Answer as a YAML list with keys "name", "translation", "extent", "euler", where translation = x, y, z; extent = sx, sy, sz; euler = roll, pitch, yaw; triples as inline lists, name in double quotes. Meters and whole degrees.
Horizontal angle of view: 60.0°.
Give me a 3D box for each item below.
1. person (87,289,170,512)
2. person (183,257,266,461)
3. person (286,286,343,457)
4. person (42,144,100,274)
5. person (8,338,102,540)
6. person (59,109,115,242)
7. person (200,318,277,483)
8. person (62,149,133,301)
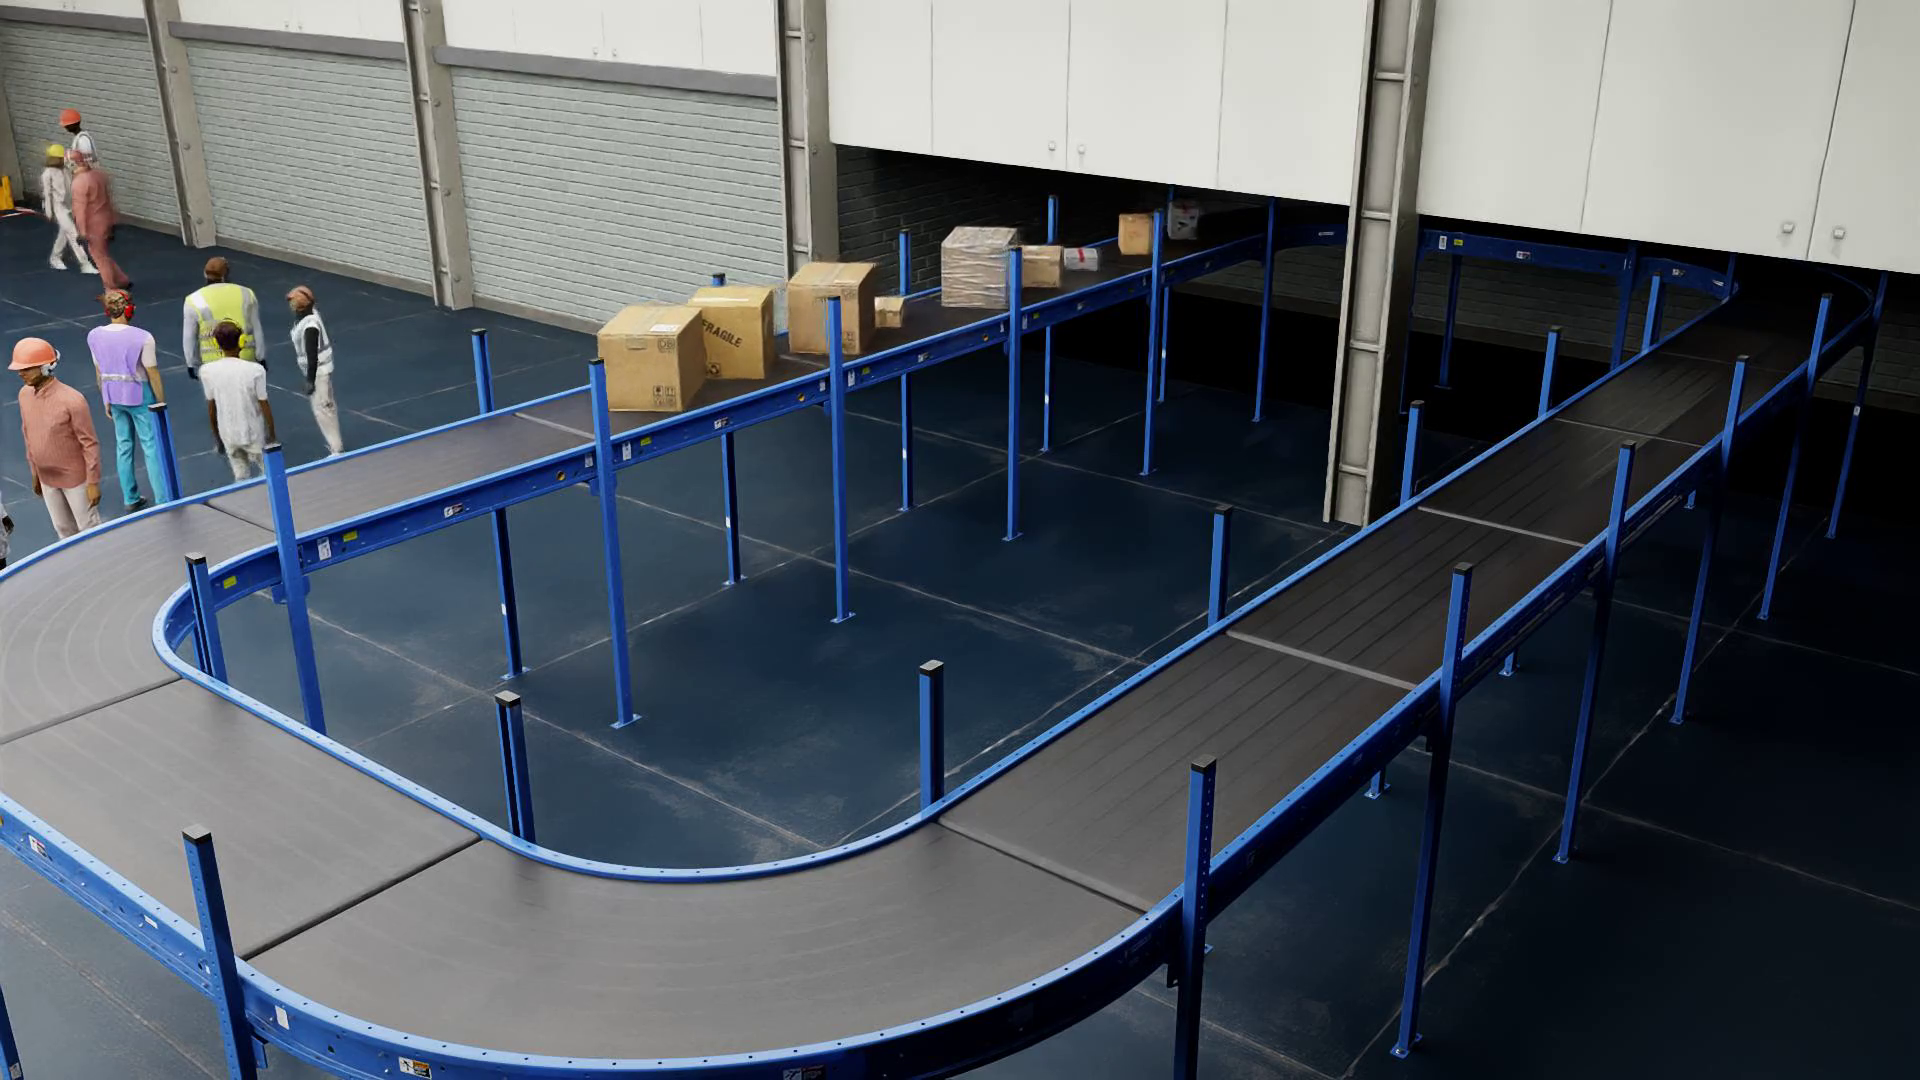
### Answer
- name: "person"
  translation: [-6.726, -1.109, 13.508]
  extent: [0.561, 1.836, 0.393]
  euler: [3, 22, 8]
- name: "person"
  translation: [-6.614, -1.643, 14.929]
  extent: [0.654, 1.773, 0.953]
  euler: [-19, 28, -40]
- name: "person"
  translation: [-5.733, -1.498, 14.797]
  extent: [0.327, 1.608, 0.635]
  euler: [-9, 23, -21]
- name: "person"
  translation: [-11.897, -4.396, 22.047]
  extent: [0.899, 1.694, 0.490]
  euler: [6, 22, 15]
- name: "person"
  translation: [-6.261, -0.445, 11.600]
  extent: [0.623, 1.992, 0.396]
  euler: [9, 23, 21]
- name: "person"
  translation: [-12.495, -5.212, 23.817]
  extent: [0.496, 1.913, 0.588]
  euler: [-15, 26, -33]
- name: "person"
  translation: [-5.410, -0.759, 12.588]
  extent: [0.519, 1.848, 0.432]
  euler: [-2, 22, -5]
- name: "person"
  translation: [-10.640, -3.853, 20.427]
  extent: [0.404, 1.879, 0.659]
  euler: [-3, 22, -7]
